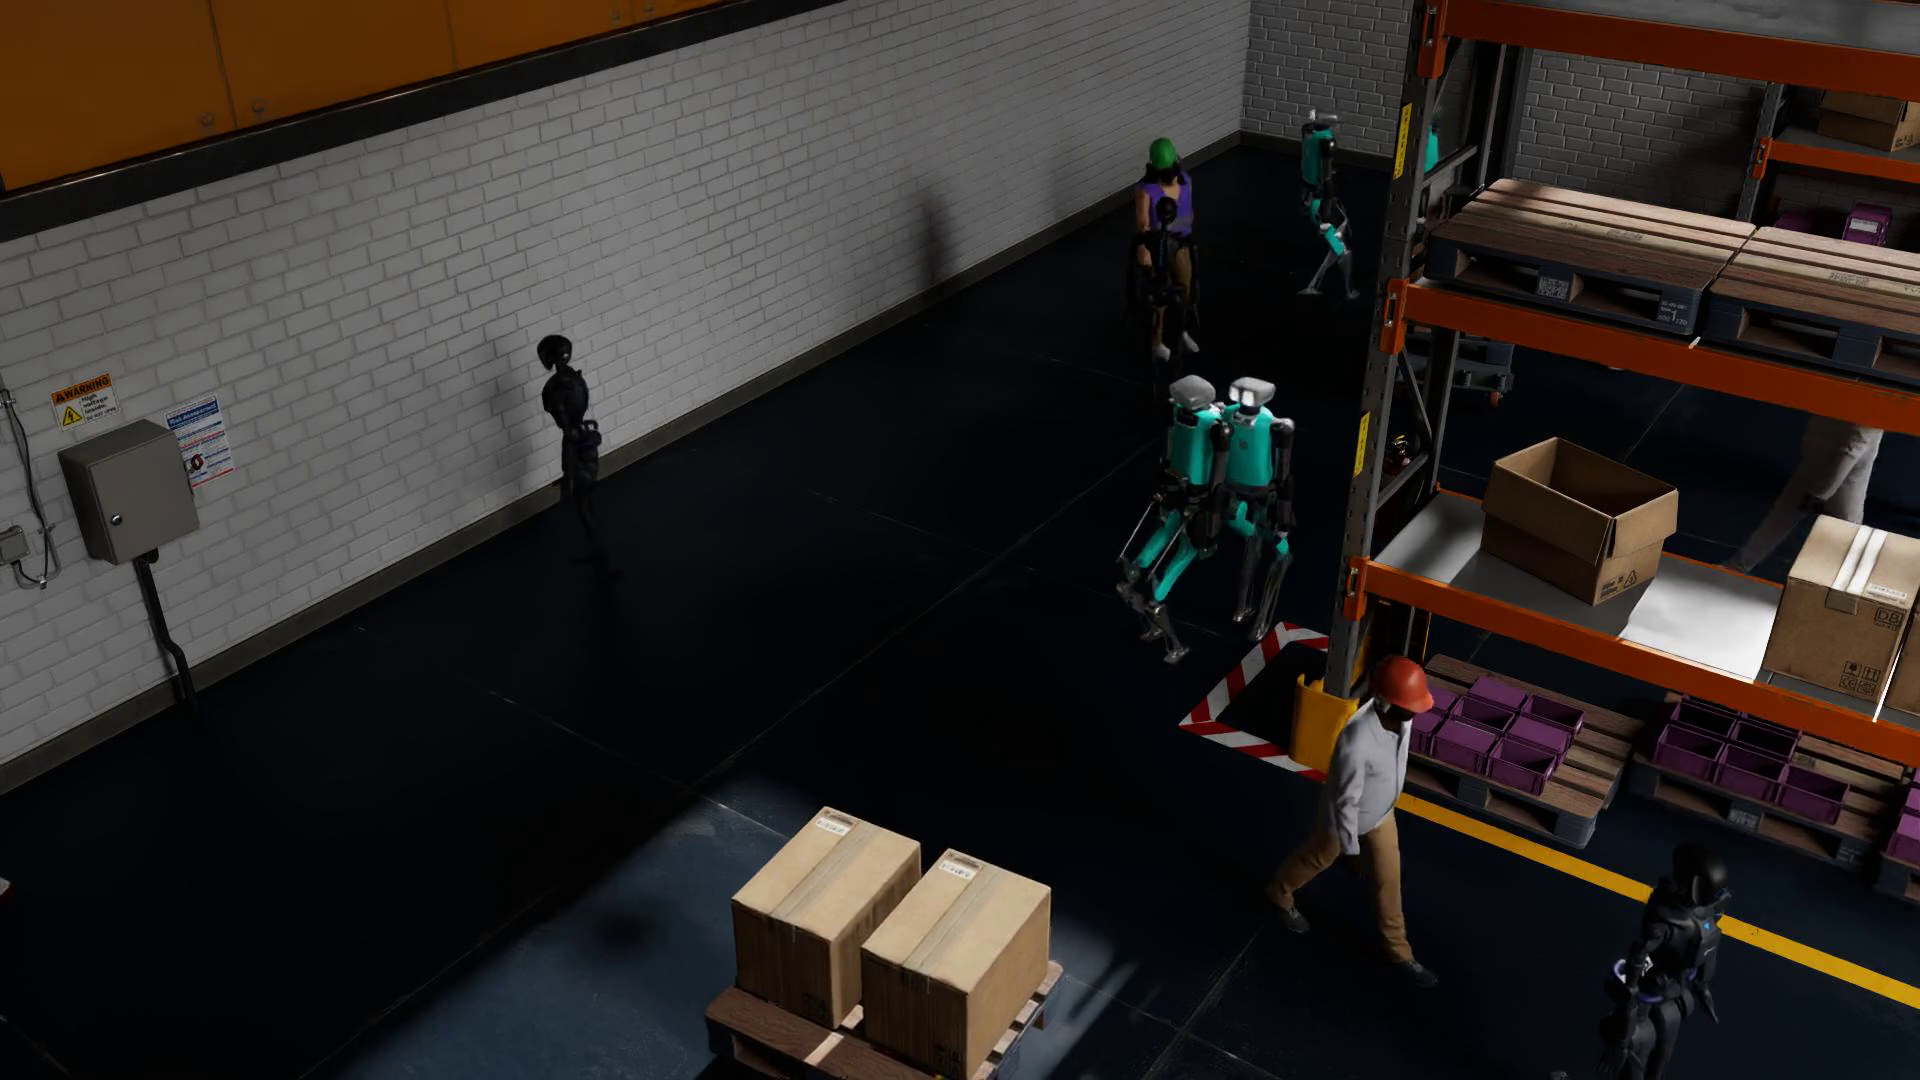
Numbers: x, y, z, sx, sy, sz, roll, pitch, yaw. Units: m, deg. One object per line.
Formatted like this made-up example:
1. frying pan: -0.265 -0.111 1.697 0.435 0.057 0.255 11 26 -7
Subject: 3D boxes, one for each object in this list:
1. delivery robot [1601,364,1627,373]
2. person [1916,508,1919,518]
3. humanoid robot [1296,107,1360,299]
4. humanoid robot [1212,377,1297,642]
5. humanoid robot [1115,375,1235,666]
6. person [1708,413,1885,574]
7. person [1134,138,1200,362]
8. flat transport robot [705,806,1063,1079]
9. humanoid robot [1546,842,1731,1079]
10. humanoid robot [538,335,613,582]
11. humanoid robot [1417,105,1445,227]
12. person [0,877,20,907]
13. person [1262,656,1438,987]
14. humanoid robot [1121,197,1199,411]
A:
1. delivery robot: 5.617 -1.681 13.668 0.774 0.592 0.499 5 30 8
2. person: 6.755 -0.902 10.999 0.406 1.877 0.555 0 30 0
3. humanoid robot: 3.330 -2.881 14.678 0.769 1.896 0.556 -7 31 -12
4. humanoid robot: 1.801 -0.226 9.962 0.546 1.763 0.790 18 35 29
5. humanoid robot: 1.175 -0.077 9.648 0.671 1.745 0.534 -19 35 -29
6. person: 5.224 -0.400 10.156 1.023 1.847 0.640 2 30 3
7. person: 1.687 -2.360 13.514 0.646 1.895 0.472 -17 34 -27
8. flat transport robot: -0.310 2.191 7.239 0.659 0.231 1.431 16 34 26
9. humanoid robot: 2.691 1.790 6.533 0.598 1.646 0.431 -18 35 -29
10. humanoid robot: -2.428 -0.525 10.528 0.307 1.655 0.611 -3 30 -4
11. humanoid robot: 4.395 -2.934 14.712 1.008 1.776 0.546 14 33 23
12. person: -4.718 1.226 7.411 0.545 1.785 0.903 6 31 11
13. person: 1.806 1.206 7.513 0.576 1.694 0.914 -26 39 -37
14. humanoid robot: 1.551 -1.825 12.808 0.609 1.644 0.525 6 30 10
